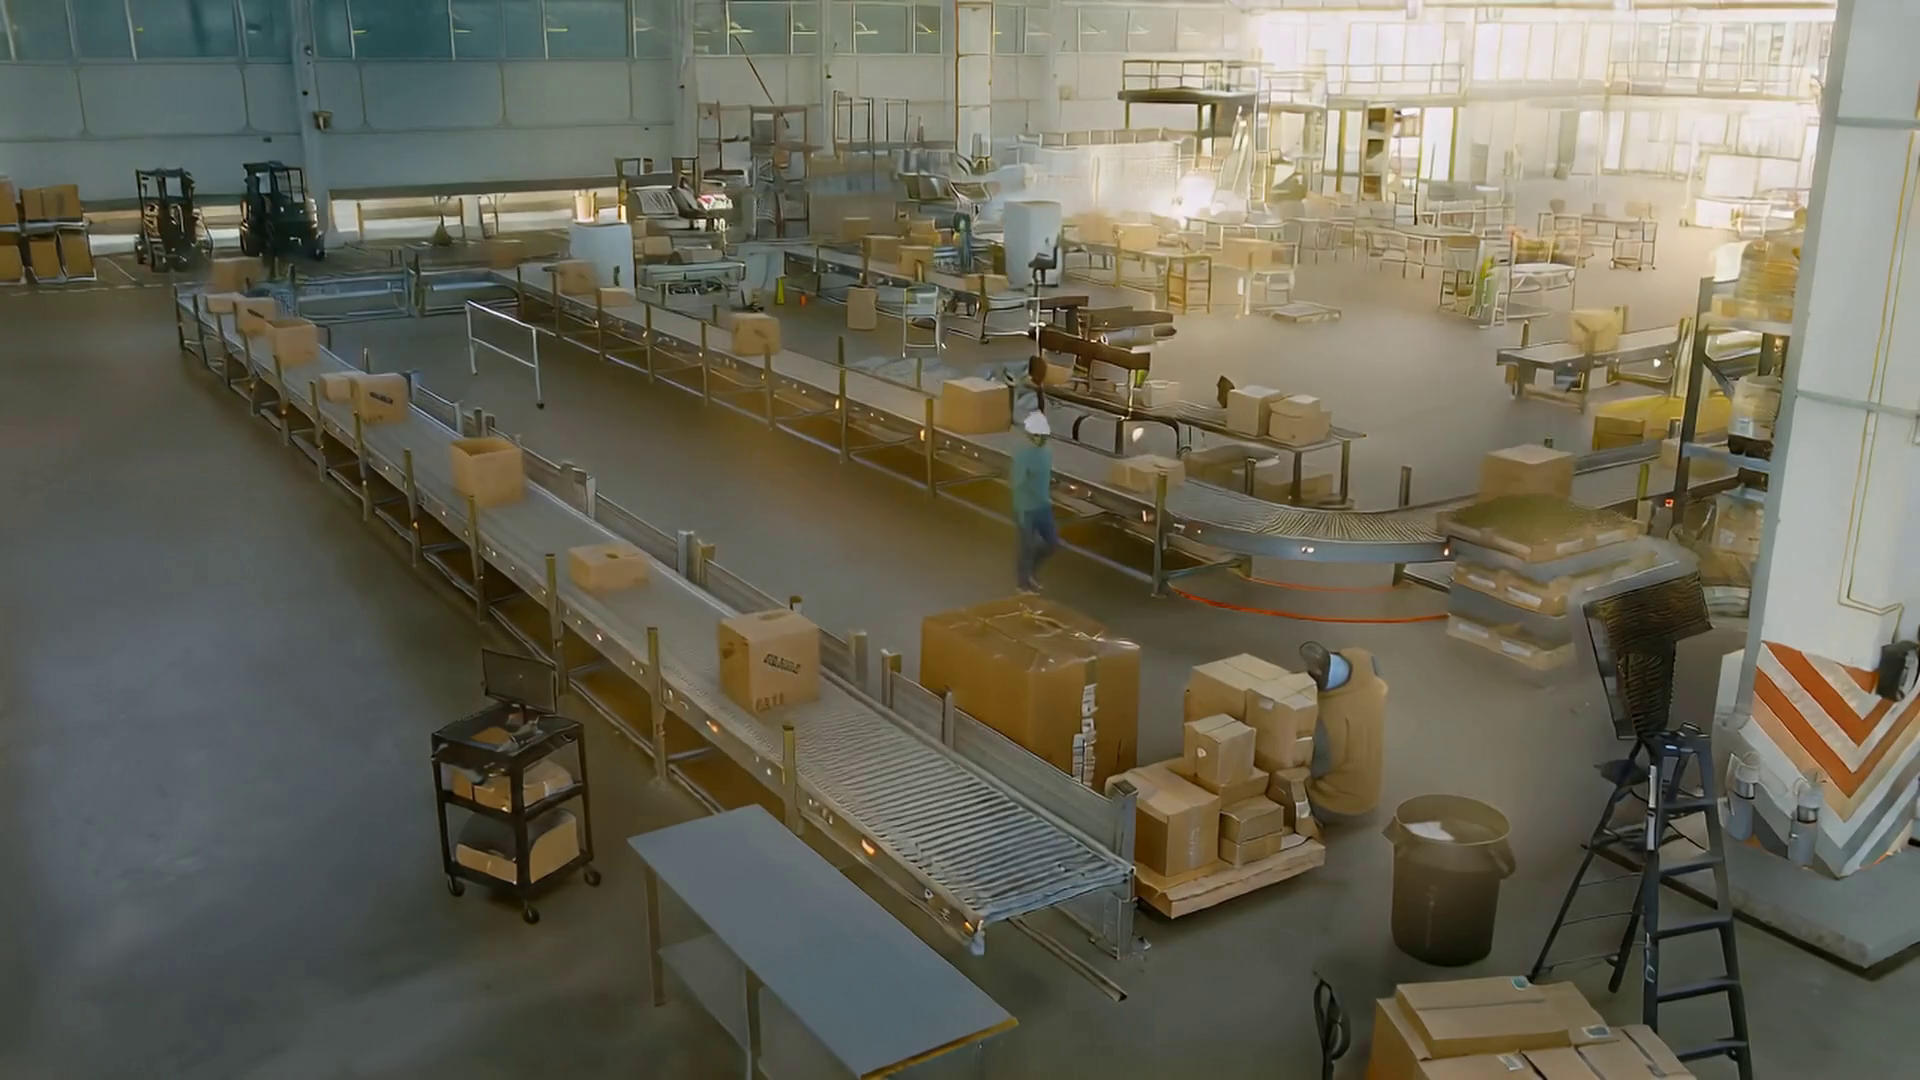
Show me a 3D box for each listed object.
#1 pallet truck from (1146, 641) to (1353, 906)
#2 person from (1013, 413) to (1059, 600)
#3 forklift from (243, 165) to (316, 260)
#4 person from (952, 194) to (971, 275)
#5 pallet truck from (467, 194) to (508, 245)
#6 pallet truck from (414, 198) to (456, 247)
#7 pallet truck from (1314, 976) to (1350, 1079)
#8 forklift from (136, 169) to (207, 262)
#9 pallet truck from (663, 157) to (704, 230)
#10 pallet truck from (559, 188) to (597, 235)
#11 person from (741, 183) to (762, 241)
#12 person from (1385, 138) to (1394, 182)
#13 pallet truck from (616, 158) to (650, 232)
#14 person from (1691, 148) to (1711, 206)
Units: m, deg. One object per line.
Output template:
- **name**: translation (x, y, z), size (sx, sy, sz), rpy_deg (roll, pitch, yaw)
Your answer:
- **pallet truck**: translation (1.664, 1.407, 10.232), size (1.630, 1.274, 0.653), rpy_deg (-10, 20, -31)
- **person**: translation (0.677, -0.296, 15.111), size (0.389, 1.752, 0.540), rpy_deg (16, 23, 43)
- **forklift**: translation (-15.898, -7.669, 38.708), size (1.157, 1.987, 2.680), rpy_deg (-11, 20, -33)
- **person**: translation (0.058, -5.852, 33.109), size (0.369, 2.048, 0.607), rpy_deg (-9, 19, -27)
- **pallet truck**: translation (-11.983, -8.177, 42.137), size (0.704, 1.261, 1.522), rpy_deg (-11, 20, -33)
- **pallet truck**: translation (-13.250, -8.060, 41.856), size (0.680, 1.201, 1.601), rpy_deg (-10, 20, -31)
- **pallet truck**: translation (2.299, 2.390, 7.086), size (1.601, 1.201, 0.680), rpy_deg (-2, 17, -7)
- **forklift**: translation (-17.842, -7.318, 37.559), size (1.157, 1.987, 2.680), rpy_deg (-10, 20, -31)
- **pallet truck**: translation (-7.586, -9.308, 44.692), size (0.823, 1.965, 1.885), rpy_deg (-11, 20, -33)
- **pallet truck**: translation (-10.010, -8.652, 43.699), size (0.653, 1.274, 1.630), rpy_deg (-10, 20, -31)
- **person**: translation (-4.692, -7.074, 37.439), size (0.593, 1.891, 0.650), rpy_deg (-13, 21, -36)
- **person**: translation (14.486, -12.714, 56.288), size (0.514, 1.844, 0.336), rpy_deg (-14, 22, -40)
- **pallet truck**: translation (-8.918, -9.176, 44.255), size (0.823, 1.965, 1.885), rpy_deg (-9, 19, -27)
- **person**: translation (22.858, -11.179, 51.315), size (0.530, 1.768, 0.312), rpy_deg (9, 19, 27)
